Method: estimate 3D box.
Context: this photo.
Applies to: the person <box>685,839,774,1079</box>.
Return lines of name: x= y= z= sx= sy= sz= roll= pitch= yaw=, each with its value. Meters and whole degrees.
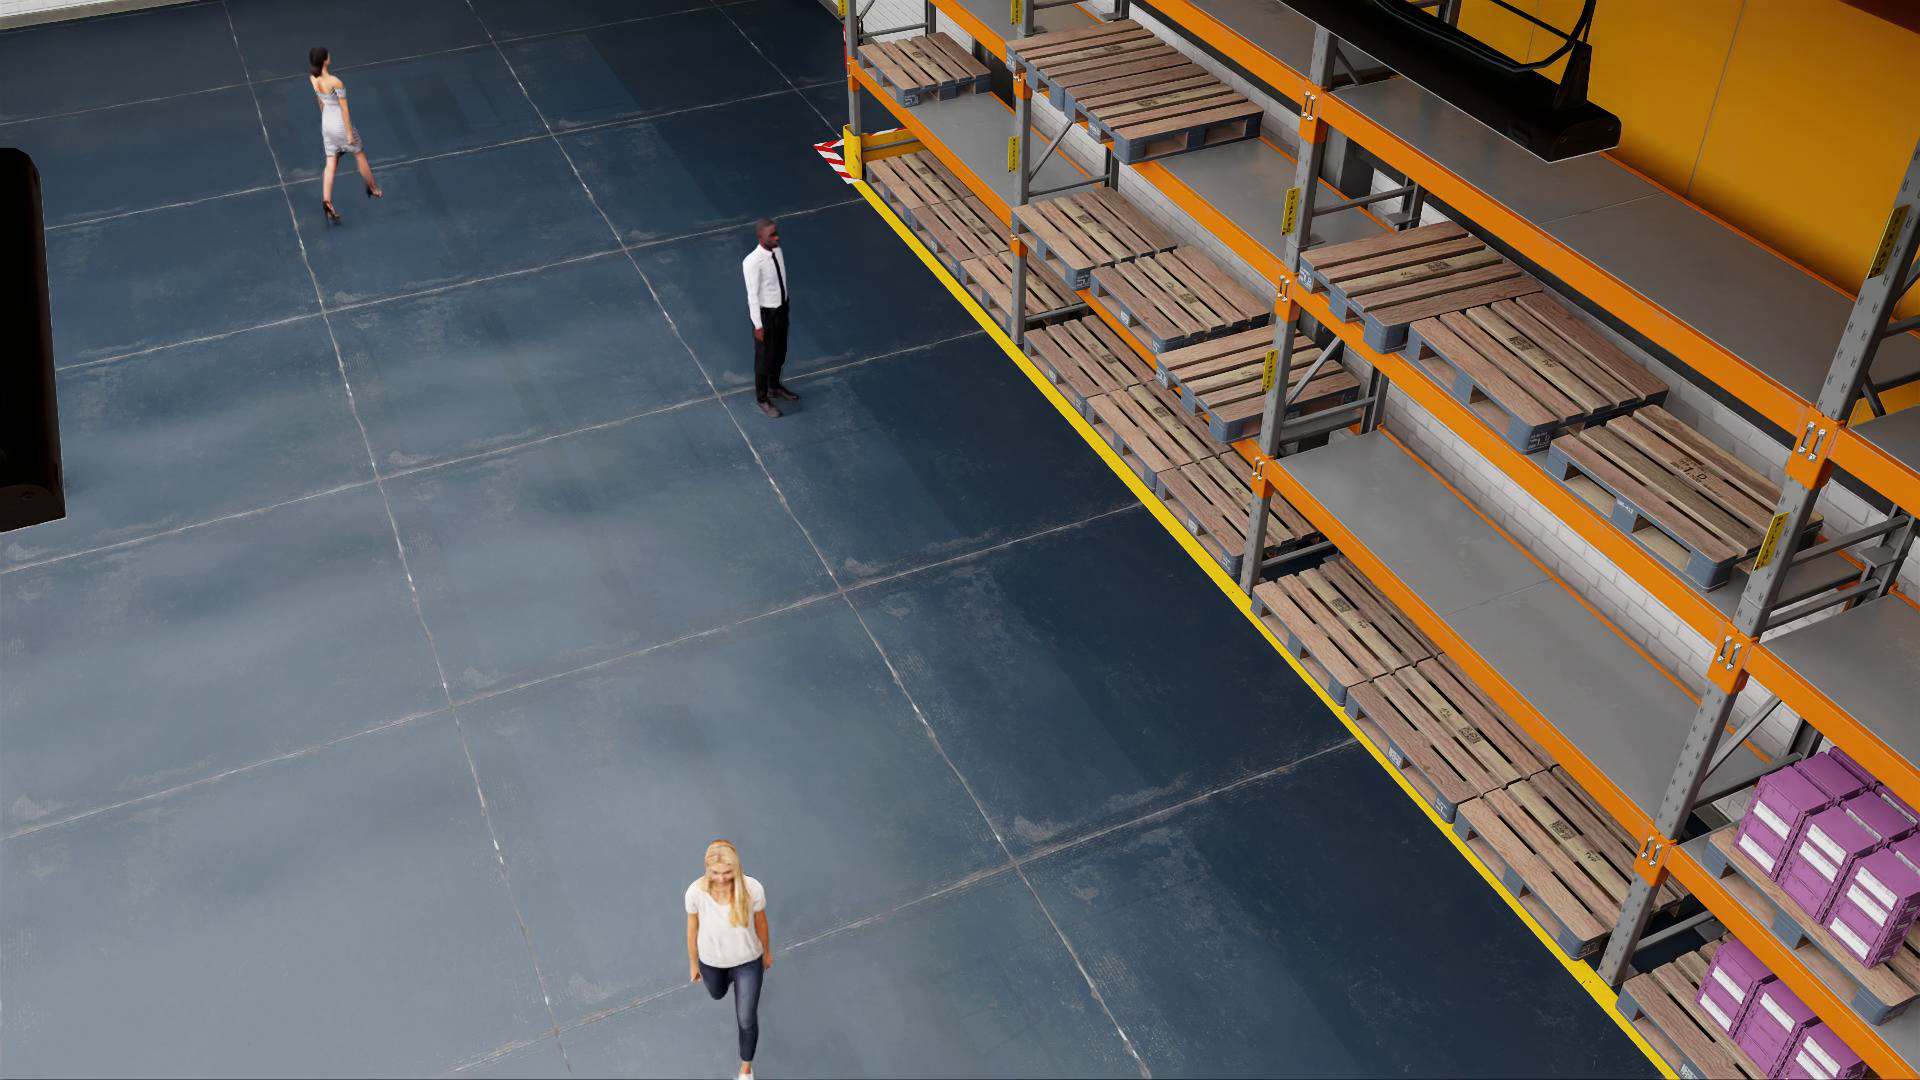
person: x=-1.262 y=2.238 z=9.131 sx=0.924 sy=1.781 sz=1.203 roll=0 pitch=39 yaw=0

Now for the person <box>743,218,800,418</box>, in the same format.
person: x=-1.644 y=-1.949 z=14.331 sx=0.751 sy=1.834 sz=0.721 roll=17 pitch=42 yaw=20

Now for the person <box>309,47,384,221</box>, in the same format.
person: x=-6.478 y=-4.151 z=17.132 sx=1.070 sy=1.781 sz=1.084 roll=17 pitch=42 yaw=20
